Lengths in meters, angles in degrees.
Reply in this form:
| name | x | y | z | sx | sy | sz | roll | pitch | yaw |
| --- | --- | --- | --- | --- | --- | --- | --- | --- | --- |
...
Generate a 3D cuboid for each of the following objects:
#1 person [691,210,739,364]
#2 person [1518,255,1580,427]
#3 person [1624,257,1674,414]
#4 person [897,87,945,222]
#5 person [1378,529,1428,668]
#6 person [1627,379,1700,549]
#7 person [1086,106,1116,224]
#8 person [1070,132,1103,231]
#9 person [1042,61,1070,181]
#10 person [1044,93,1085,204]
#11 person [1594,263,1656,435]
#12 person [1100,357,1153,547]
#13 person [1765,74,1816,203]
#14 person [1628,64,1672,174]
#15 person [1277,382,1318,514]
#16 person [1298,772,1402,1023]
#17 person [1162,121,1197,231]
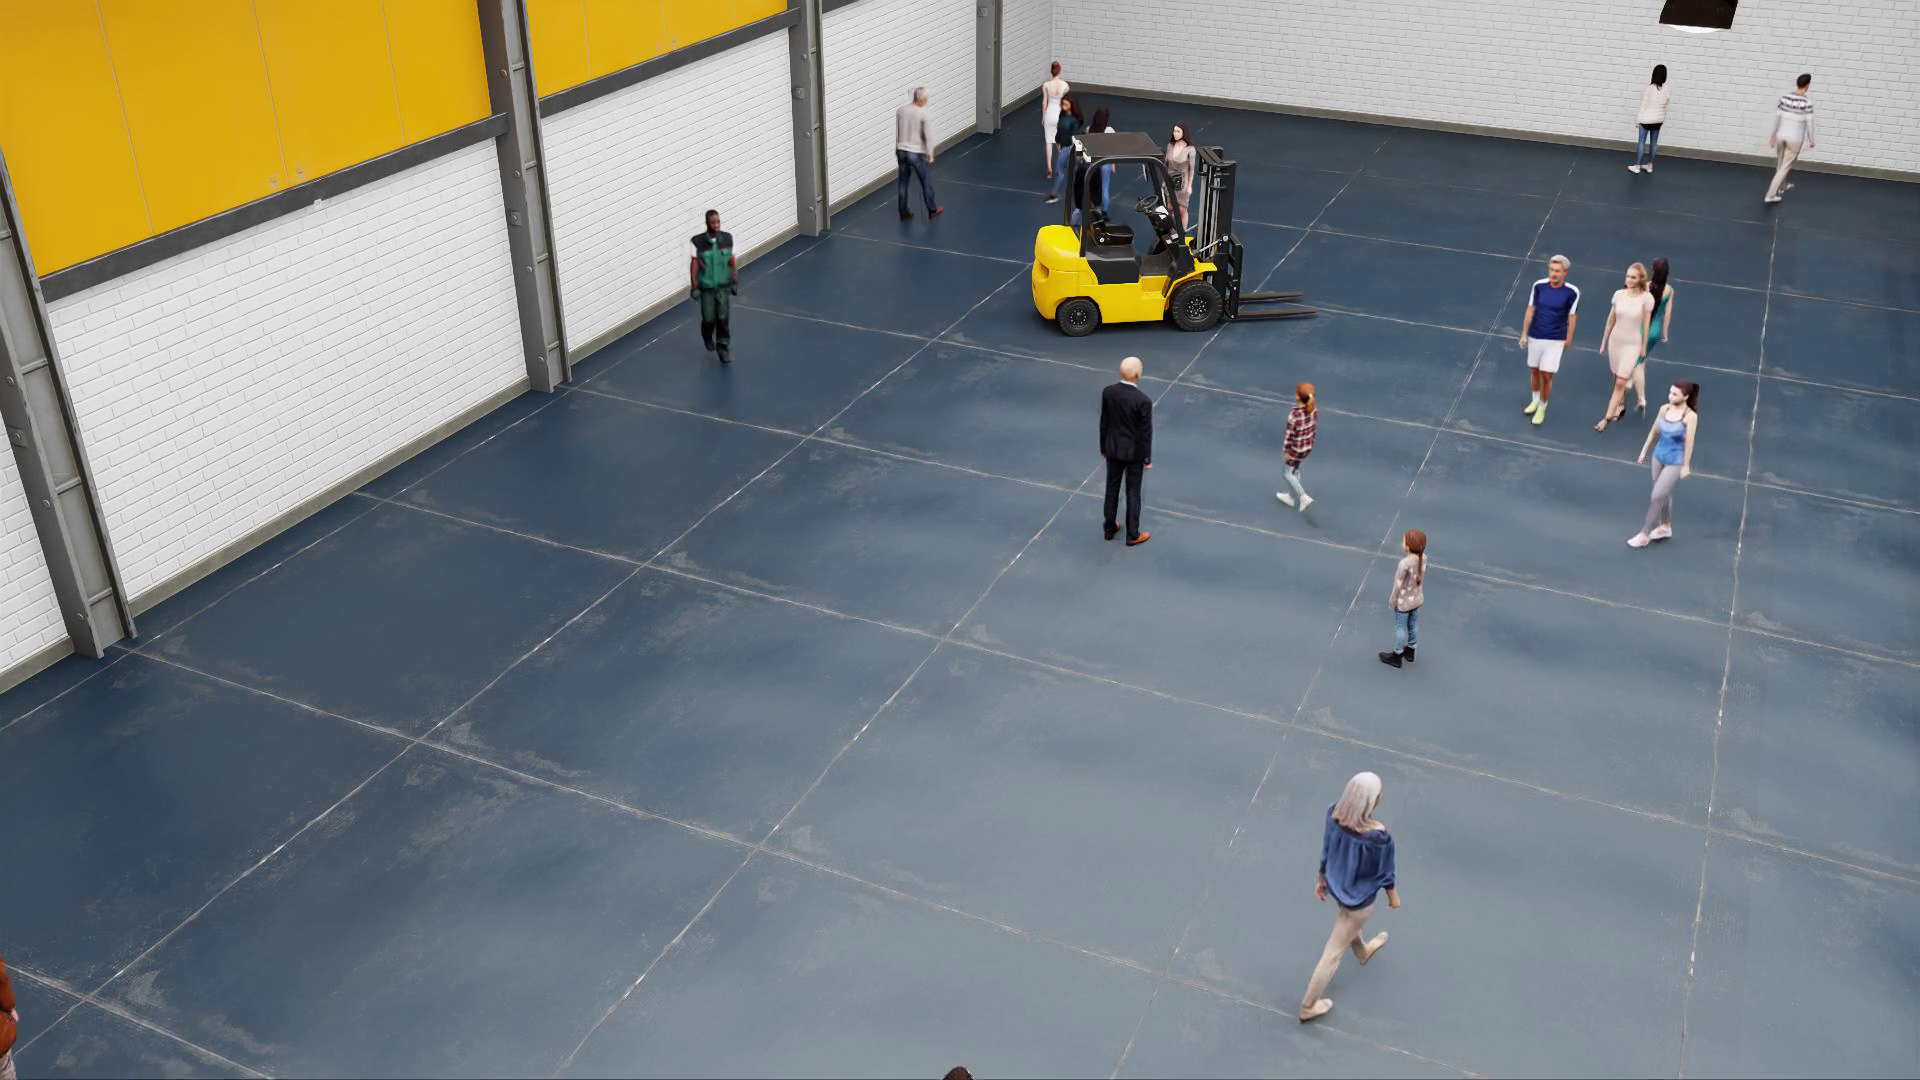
| name | x | y | z | sx | sy | sz | roll | pitch | yaw |
| --- | --- | --- | --- | --- | --- | --- | --- | --- | --- |
| person | -2.811 | -2.886 | 18.827 | 0.946 | 1.813 | 1.003 | -14 | 32 | -24 |
| person | 6.198 | -2.153 | 17.480 | 0.739 | 1.815 | 0.856 | 22 | 35 | 34 |
| person | 7.274 | -2.135 | 17.631 | 0.810 | 1.639 | 1.065 | 1 | 29 | 2 |
| person | -0.657 | -5.418 | 23.412 | 0.773 | 1.868 | 0.880 | 10 | 30 | 17 |
| person | 3.596 | 0.460 | 13.338 | 0.511 | 1.194 | 0.601 | -19 | 34 | -30 |
| person | 6.482 | -0.710 | 15.066 | 0.920 | 1.593 | 0.863 | -9 | 30 | -17 |
| person | 1.969 | -5.291 | 23.425 | 0.600 | 1.631 | 0.499 | 13 | 31 | 22 |
| person | 1.730 | -4.364 | 21.560 | 0.857 | 1.790 | 0.857 | 6 | 29 | 11 |
| person | 1.441 | -6.362 | 25.222 | 0.622 | 1.791 | 0.595 | 3 | 29 | 5 |
| person | 1.640 | -5.712 | 24.253 | 1.148 | 1.577 | 1.005 | -13 | 31 | -23 |
| person | 6.923 | -2.009 | 17.246 | 0.817 | 1.787 | 1.165 | 23 | 36 | 36 |
| person | 1.495 | -0.807 | 15.029 | 0.711 | 1.800 | 0.640 | 19 | 34 | 31 |
| person | 12.026 | -5.803 | 24.169 | 1.186 | 1.817 | 1.073 | -15 | 32 | -25 |
| person | 10.661 | -6.489 | 25.617 | 0.706 | 1.635 | 0.730 | -4 | 29 | -8 |
| person | 3.216 | -0.856 | 15.645 | 0.793 | 1.295 | 0.810 | -16 | 32 | -27 |
| person | 2.235 | 2.137 | 9.786 | 1.184 | 1.651 | 0.988 | -17 | 33 | -29 |
| person | 2.921 | -4.756 | 22.324 | 0.628 | 1.746 | 0.550 | 18 | 33 | 29 |
